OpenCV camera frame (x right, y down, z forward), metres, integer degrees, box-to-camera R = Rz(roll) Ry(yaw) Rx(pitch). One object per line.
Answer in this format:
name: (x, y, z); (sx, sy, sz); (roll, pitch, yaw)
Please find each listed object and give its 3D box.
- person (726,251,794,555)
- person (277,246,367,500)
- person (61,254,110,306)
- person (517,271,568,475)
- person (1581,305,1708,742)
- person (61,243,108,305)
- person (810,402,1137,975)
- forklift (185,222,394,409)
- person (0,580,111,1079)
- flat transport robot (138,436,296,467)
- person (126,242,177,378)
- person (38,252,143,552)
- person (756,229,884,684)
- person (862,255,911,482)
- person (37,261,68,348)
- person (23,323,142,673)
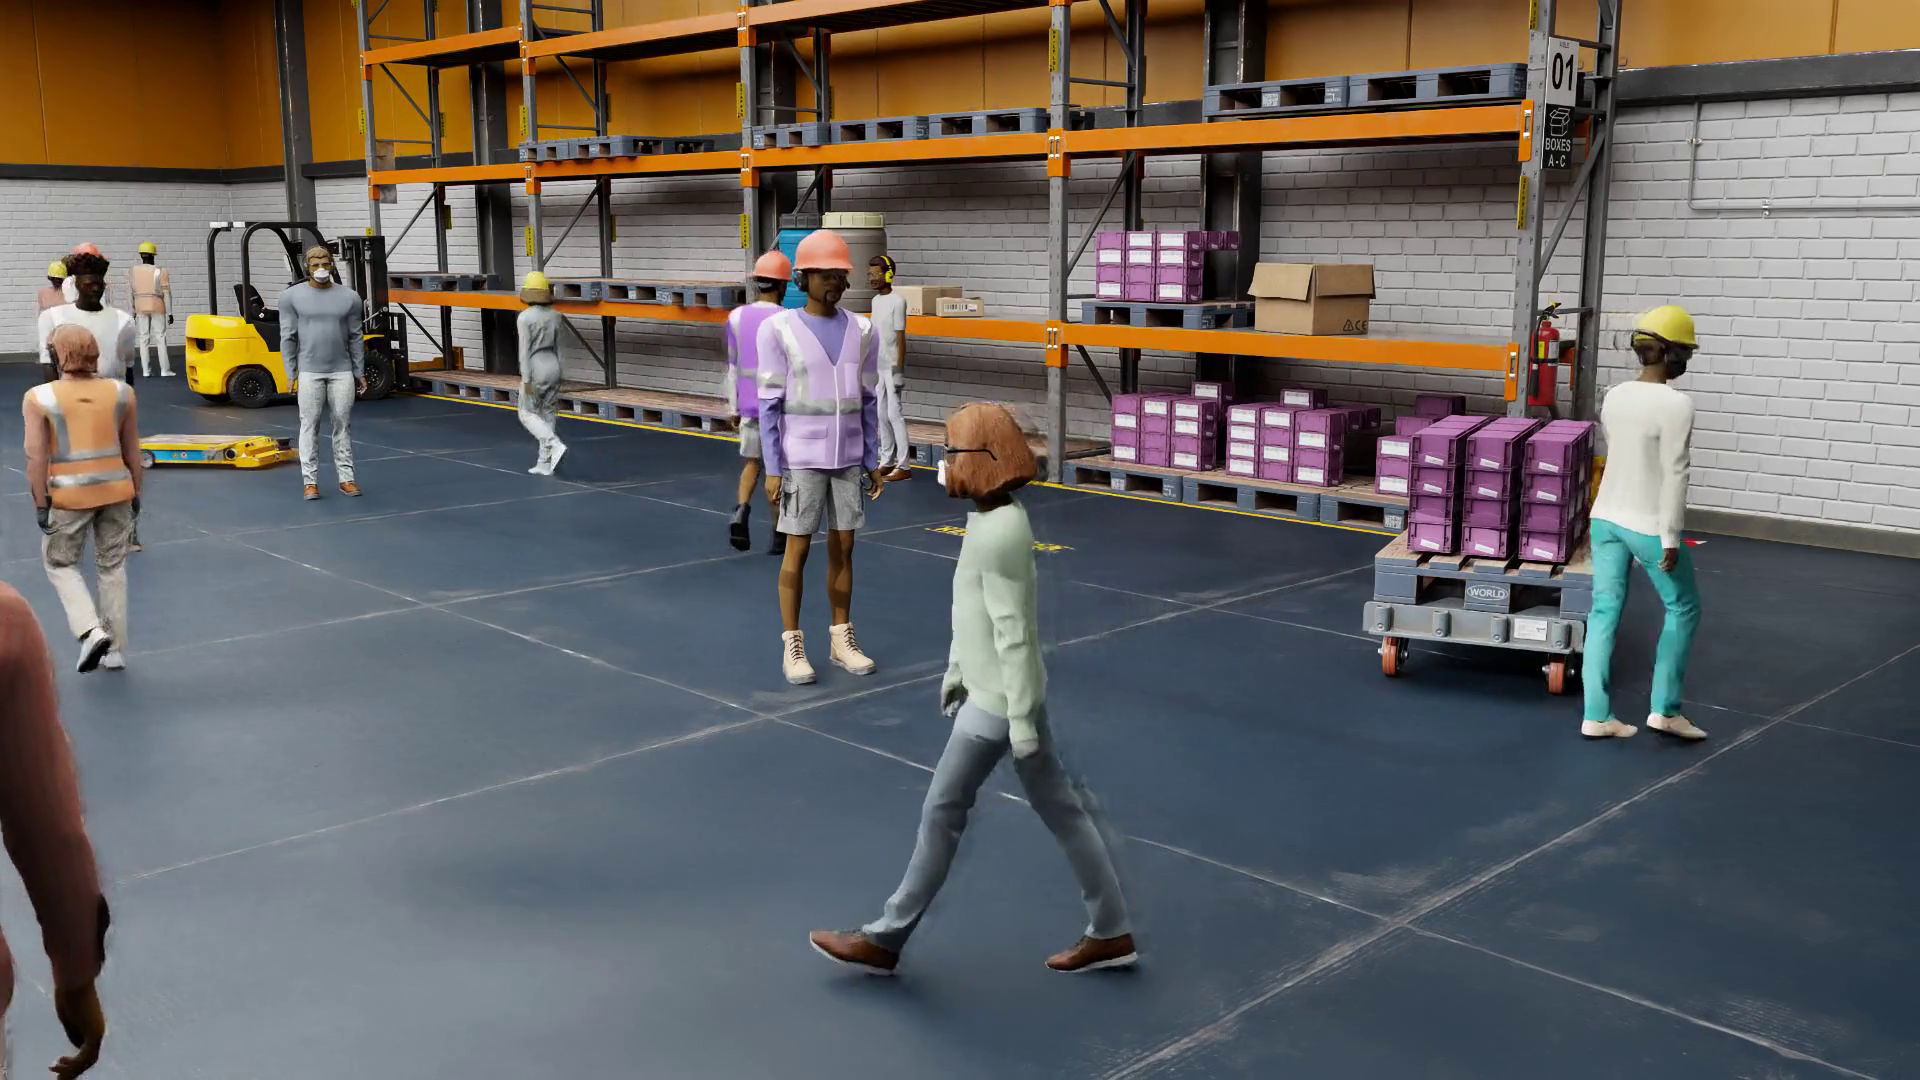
person: (-1.207, -0.837, 10.418); (0.571, 1.925, 0.547); (4, 11, 19)
person: (-4.897, -1.286, 12.835); (0.627, 1.940, 0.372); (-7, 12, -33)
person: (-10.072, -2.409, 19.332); (0.489, 1.802, 0.750); (4, 11, 19)
person: (-3.475, -1.381, 13.933); (0.501, 1.730, 0.490); (7, 13, 34)
person: (2.766, -0.055, 6.635); (0.606, 1.739, 0.522); (-4, 11, -19)
person: (-9.319, -2.209, 17.868); (0.374, 1.939, 0.545); (3, 11, 18)
person: (0.072, 0.422, 4.472); (0.911, 1.581, 0.520); (1, 10, 4)
forklift: (-8.169, -2.758, 20.163); (2.313, 2.155, 1.214); (-10, 14, -44)
person: (-1.505, 0.654, 2.263); (0.641, 1.944, 1.039); (-6, 12, -30)
flat transport robot: (-6.718, -0.793, 14.700); (1.431, 0.197, 0.652); (1, 10, 5)
person: (-11.535, -3.276, 23.727); (0.594, 1.922, 0.385); (-1, 10, -6)
person: (-5.660, -0.908, 10.832); (0.598, 1.931, 0.977); (-8, 13, -38)
person: (-0.619, -0.376, 7.577); (0.608, 2.048, 0.365); (-7, 12, -32)
person: (-0.605, -1.410, 13.752); (0.318, 1.856, 0.512); (-6, 12, -30)
person: (-10.316, -2.344, 19.180); (0.544, 1.724, 0.535); (2, 11, 10)
person: (-3.996, -0.176, 7.644); (0.398, 1.624, 0.519); (10, 14, 42)
